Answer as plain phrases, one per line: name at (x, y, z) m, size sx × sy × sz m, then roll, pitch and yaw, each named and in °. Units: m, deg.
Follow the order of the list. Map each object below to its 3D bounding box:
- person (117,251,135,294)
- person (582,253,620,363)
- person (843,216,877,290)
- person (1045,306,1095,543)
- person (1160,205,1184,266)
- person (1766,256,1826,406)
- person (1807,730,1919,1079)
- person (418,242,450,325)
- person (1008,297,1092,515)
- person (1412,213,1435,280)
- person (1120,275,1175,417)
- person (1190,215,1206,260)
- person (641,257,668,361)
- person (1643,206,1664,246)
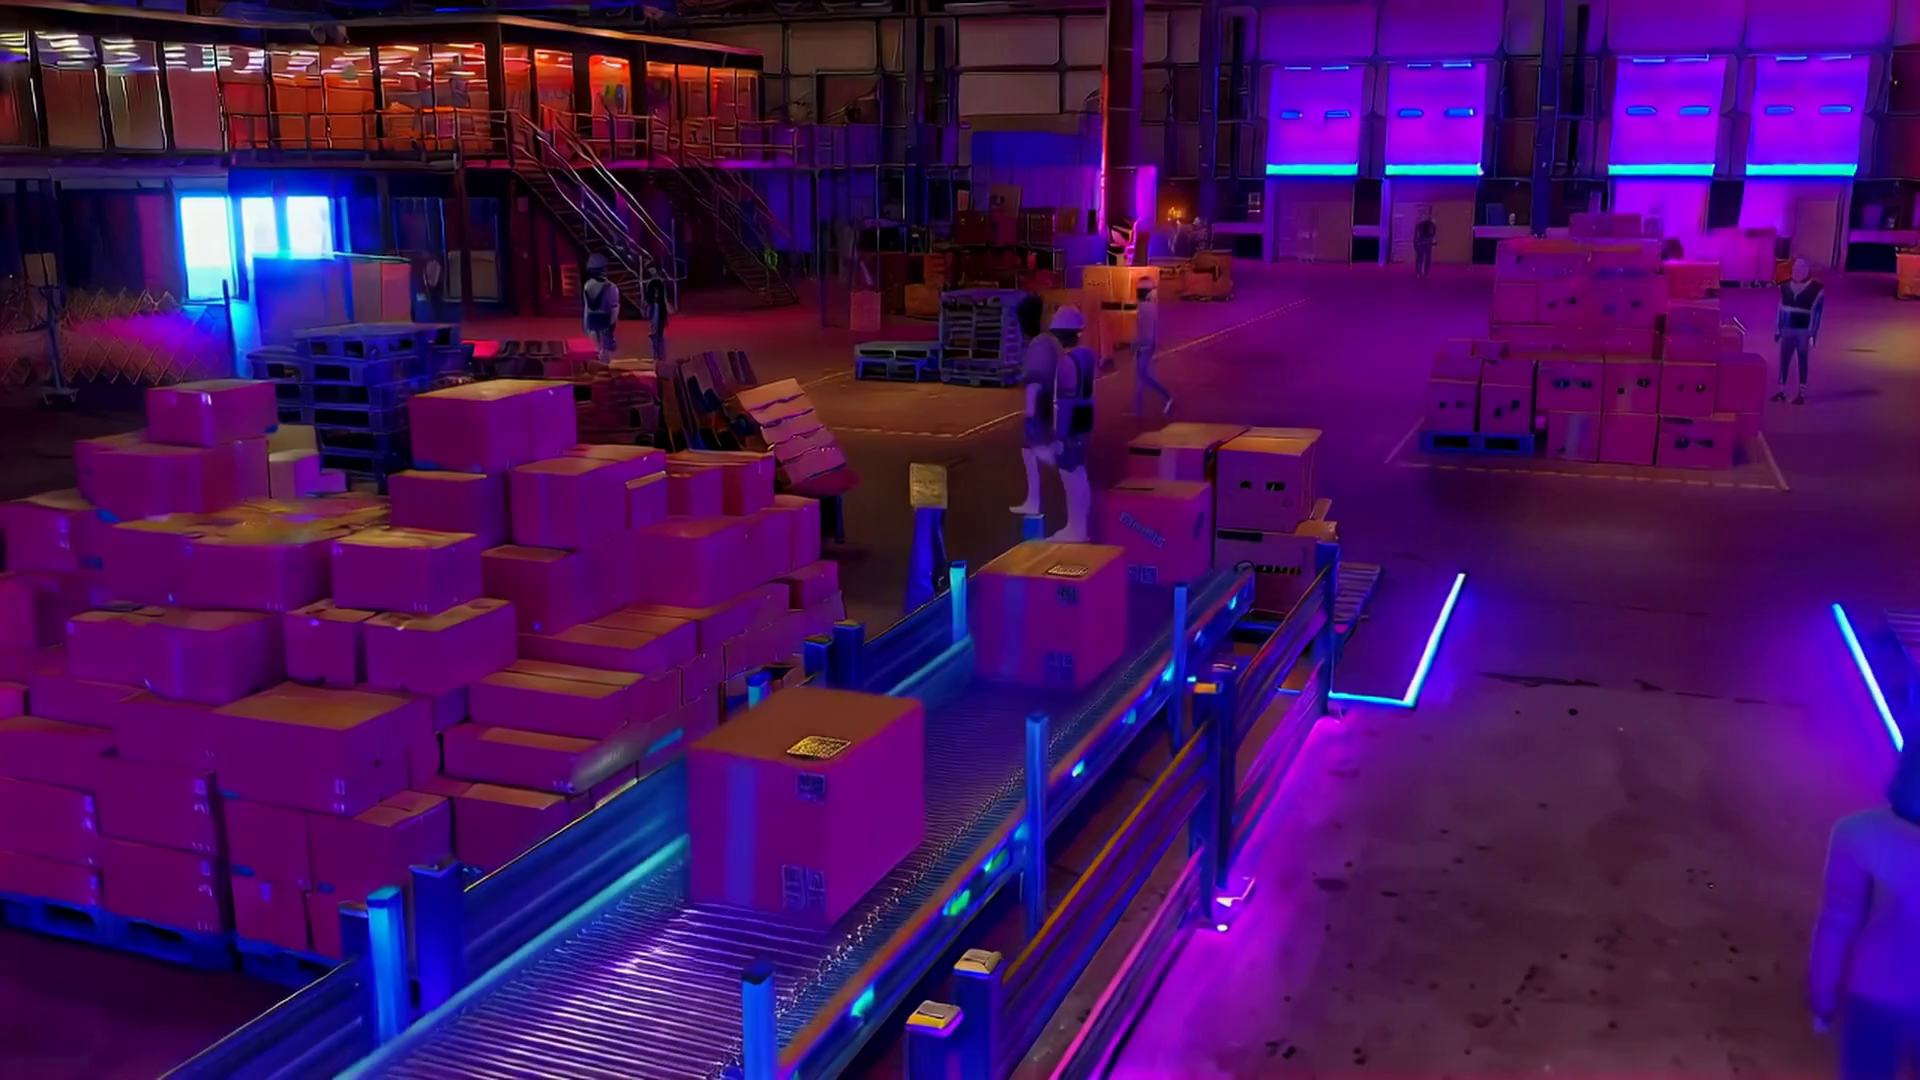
person at (-17.717, -5.634, 35.301) m, size 0.342 × 1.619 × 0.564 m, roll 10°, pitch 16°, yaw 37°
person at (-4.721, -2.782, 21.799) m, size 0.549 × 1.937 × 0.358 m, roll 5°, pitch 14°, yaw 23°
person at (-2.511, -7.236, 42.007) m, size 0.982 × 1.830 × 0.606 m, roll -1°, pitch 13°, yaw -5°
person at (0.875, -0.912, 13.404) m, size 0.361 × 1.939 × 0.542 m, roll 5°, pitch 14°, yaw 22°
person at (6.585, -9.515, 52.082) m, size 0.989 × 1.896 × 0.612 m, roll 3°, pitch 13°, yaw 13°
person at (10.815, -2.698, 21.476) m, size 0.391 × 1.914 × 0.587 m, roll -8°, pitch 15°, yaw -33°
person at (2.551, 1.239, 4.483) m, size 0.501 × 1.620 × 0.427 m, roll 3°, pitch 13°, yaw 14°
person at (-8.965, -4.084, 27.941) m, size 0.933 × 1.804 × 0.534 m, roll -2°, pitch 13°, yaw -9°
person at (0.758, -1.139, 14.444) m, size 0.636 × 1.933 × 0.602 m, roll 4°, pitch 13°, yaw 18°
person at (12.700, -8.060, 45.691) m, size 0.636 × 1.842 × 0.429 m, roll -4°, pitch 13°, yaw -17°
person at (2.304, -2.351, 20.293) m, size 0.666 × 1.743 × 0.532 m, roll 6°, pitch 14°, yaw 25°
person at (6.952, -8.635, 48.596) m, size 0.495 × 1.695 × 0.889 m, roll -1°, pitch 13°, yaw -5°
person at (-4.077, -2.836, 22.212) m, size 0.335 × 1.865 × 0.519 m, roll 0°, pitch 13°, yaw 0°
person at (19.816, -8.542, 47.544) m, size 0.624 × 1.979 × 0.426 m, roll 0°, pitch 13°, yaw -1°
